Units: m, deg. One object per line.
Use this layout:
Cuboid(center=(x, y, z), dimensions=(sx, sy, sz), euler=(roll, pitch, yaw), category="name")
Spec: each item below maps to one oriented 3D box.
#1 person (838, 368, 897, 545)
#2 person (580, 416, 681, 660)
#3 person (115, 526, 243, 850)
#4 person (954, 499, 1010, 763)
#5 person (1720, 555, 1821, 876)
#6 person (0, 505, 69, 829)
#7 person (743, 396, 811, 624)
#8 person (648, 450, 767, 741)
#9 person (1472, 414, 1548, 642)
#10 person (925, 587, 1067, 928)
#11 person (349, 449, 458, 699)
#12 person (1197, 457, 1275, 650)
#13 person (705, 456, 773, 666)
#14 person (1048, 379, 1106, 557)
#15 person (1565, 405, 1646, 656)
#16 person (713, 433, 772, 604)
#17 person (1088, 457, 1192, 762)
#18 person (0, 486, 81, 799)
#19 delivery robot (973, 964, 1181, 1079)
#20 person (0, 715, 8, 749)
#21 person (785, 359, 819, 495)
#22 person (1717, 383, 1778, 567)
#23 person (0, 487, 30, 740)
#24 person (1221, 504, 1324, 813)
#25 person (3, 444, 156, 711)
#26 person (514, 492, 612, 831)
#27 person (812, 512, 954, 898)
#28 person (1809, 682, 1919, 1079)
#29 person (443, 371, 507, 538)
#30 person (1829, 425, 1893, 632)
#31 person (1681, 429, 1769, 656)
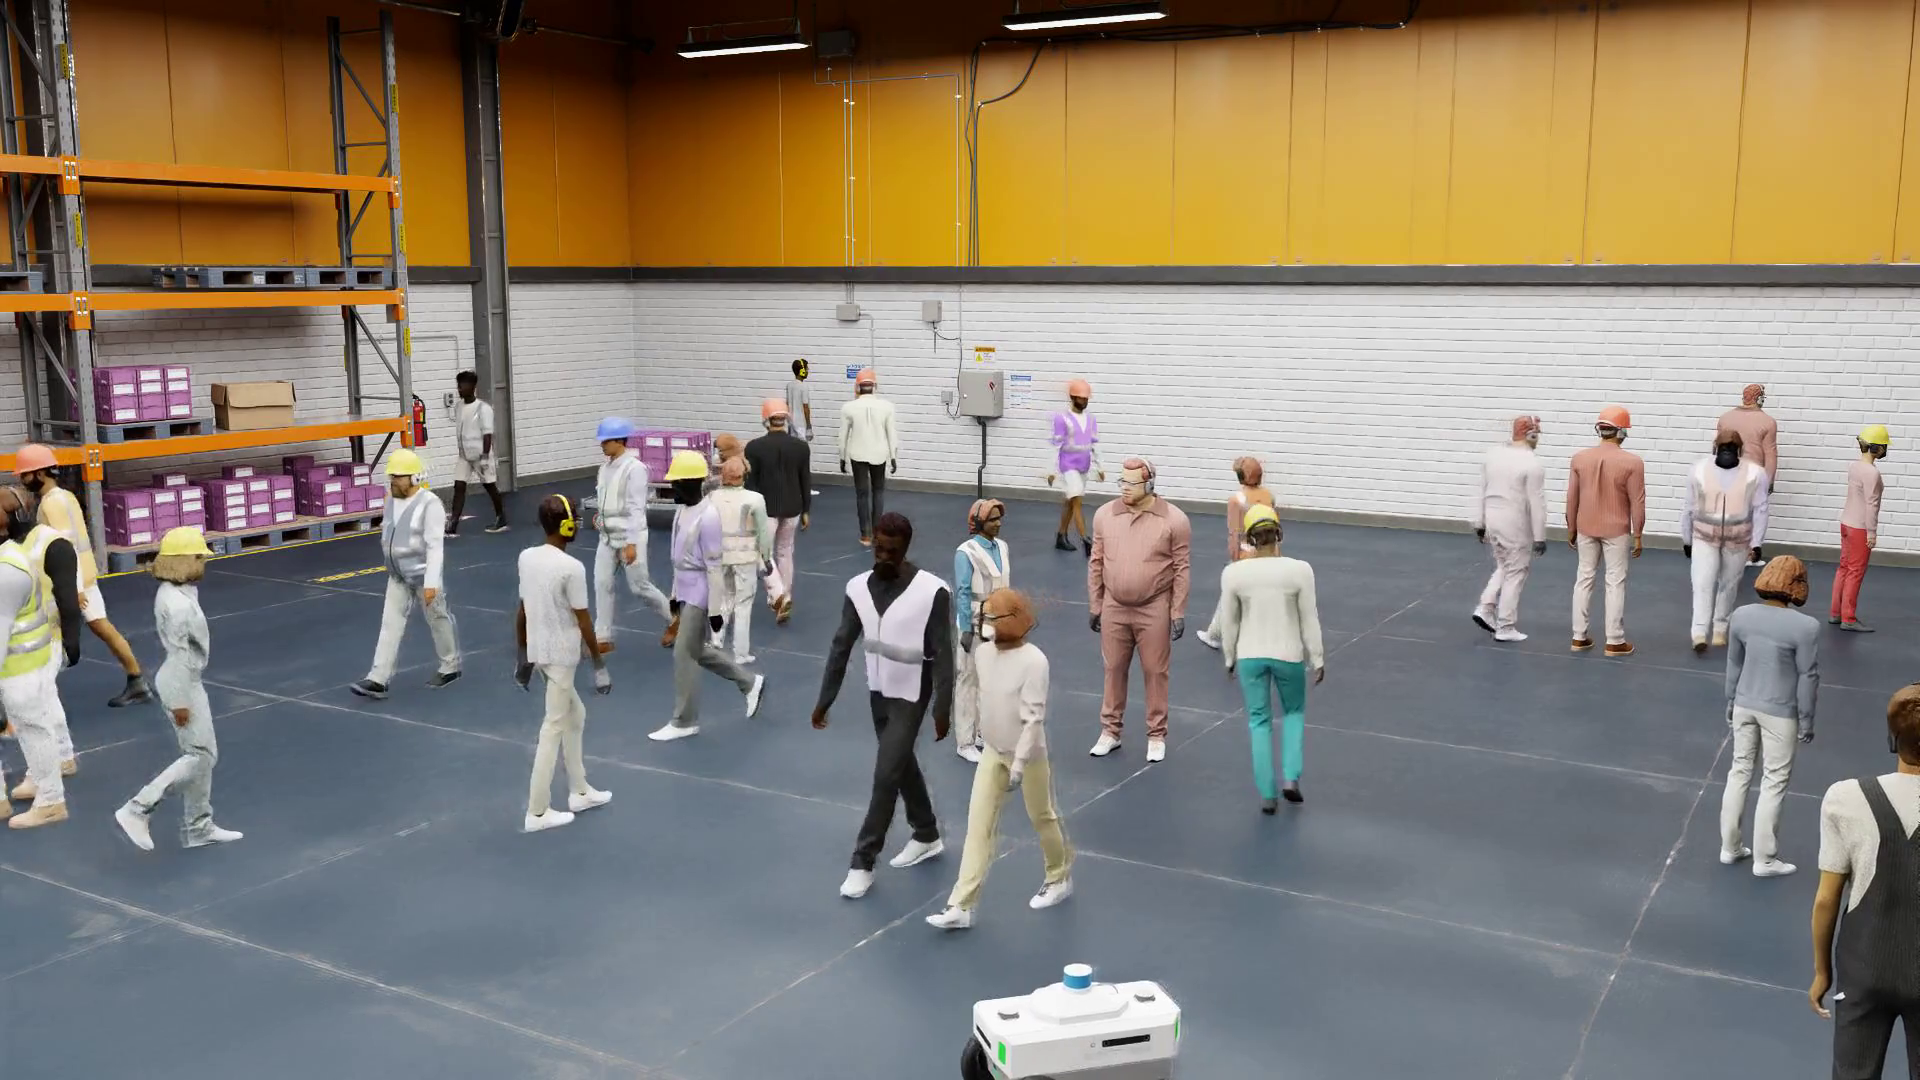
Cuboid(center=(-1.051, -0.943, 18.708), dimensions=(0.647, 1.972, 0.645), euler=(-2, 9, -11), category="person")
Cuboid(center=(-2.628, -0.032, 13.188), dimensions=(0.601, 1.923, 0.876), euler=(8, 12, 41), category="person")
Cuboid(center=(-4.107, 0.789, 8.678), dimensions=(0.503, 1.726, 0.481), euler=(-5, 10, -29), category="person")
Cuboid(center=(0.146, 0.554, 10.407), dimensions=(0.312, 1.642, 0.512), euler=(6, 11, 34), category="person")
Cuboid(center=(4.101, 0.883, 8.439), dimensions=(0.311, 1.620, 0.493), euler=(-4, 10, -26), category="person")
Cuboid(center=(-5.235, 0.690, 9.000), dimensions=(0.649, 1.815, 0.636), euler=(-8, 12, -41), category="person")
Cuboid(center=(-1.583, -0.269, 14.534), dimensions=(0.628, 1.989, 0.717), euler=(-5, 10, -26), category="person")
Cuboid(center=(-1.668, 0.344, 10.903), dimensions=(0.787, 1.904, 0.596), euler=(-4, 10, -24), category="person")
Cuboid(center=(4.560, -0.097, 13.725), dimensions=(0.423, 1.884, 0.713), euler=(-4, 10, -23), category="person")
Cuboid(center=(0.216, 1.014, 7.741), dimensions=(0.500, 1.568, 0.856), euler=(9, 13, 44), category="person")
Cuboid(center=(-3.949, 0.248, 11.857), dimensions=(0.618, 1.780, 0.922), euler=(5, 10, 29), category="person")
Cuboid(center=(2.250, 0.141, 13.129), dimensions=(0.530, 1.598, 0.865), euler=(-6, 11, -31), category="person")
Cuboid(center=(-1.716, 0.168, 12.872), dimensions=(0.530, 1.629, 0.364), euler=(4, 10, 22), category="person")
Cuboid(center=(1.310, -0.773, 17.899), dimensions=(0.593, 1.889, 0.963), euler=(-8, 12, -40), category="person")
Cuboid(center=(5.150, -0.078, 13.257), dimensions=(0.623, 1.989, 0.400), euler=(9, 13, 44), category="person")
Cuboid(center=(-1.966, -0.169, 15.035), dimensions=(0.613, 1.601, 0.525), euler=(-2, 9, -10), category="person")
Cuboid(center=(1.096, 0.432, 10.353), dimensions=(0.644, 1.904, 0.399), euler=(4, 10, 23), category="person")
Cuboid(center=(-5.454, 0.586, 9.685), dimensions=(0.642, 1.811, 0.746), euler=(3, 10, 19), category="person")
Cuboid(center=(0.420, 1.763, 5.950), dimensions=(0.707, 0.478, 0.477), euler=(-3, 9, -16), category="delivery robot")
Cuboid(center=(-6.001, 0.521, 9.783), dimensions=(0.557, 1.917, 0.820), euler=(3, 10, 17), category="person")
Cuboid(center=(-2.189, -1.544, 22.787), dimensions=(0.332, 1.874, 0.520), euler=(-7, 12, -39), category="person")
Cuboid(center=(8.175, -0.672, 17.265), dimensions=(0.402, 1.903, 0.642), euler=(-6, 11, -34), category="person")
Cuboid(center=(-6.350, 0.339, 10.820), dimensions=(0.634, 1.940, 0.367), euler=(1, 9, 5), category="person")
Cuboid(center=(1.756, 0.668, 9.386), dimensions=(0.577, 1.735, 0.424), euler=(2, 9, 15), category="person")
Cuboid(center=(-6.159, 0.270, 11.478), dimensions=(1.065, 1.868, 0.577), euler=(-3, 9, -15), category="person")
Cuboid(center=(-2.121, 0.655, 9.155), dimensions=(0.542, 1.834, 0.776), euler=(8, 12, 41), category="person")
Cuboid(center=(-0.319, 0.785, 8.247), dimensions=(0.676, 1.878, 0.806), euler=(9, 13, 44), category="person")
Cuboid(center=(2.802, 1.329, 4.948), dimensions=(0.505, 1.842, 0.346), euler=(7, 11, 37), category="person")
Cuboid(center=(-5.645, -0.991, 19.217), dimensions=(0.623, 1.912, 0.992), euler=(5, 10, 30), category="person")
Cuboid(center=(7.685, -0.101, 14.144), dimensions=(0.349, 1.759, 0.522), euler=(2, 9, 10), category="person")
Cuboid(center=(6.077, 0.020, 13.260), dimensions=(0.626, 1.787, 0.964), euler=(4, 10, 24), category="person")
